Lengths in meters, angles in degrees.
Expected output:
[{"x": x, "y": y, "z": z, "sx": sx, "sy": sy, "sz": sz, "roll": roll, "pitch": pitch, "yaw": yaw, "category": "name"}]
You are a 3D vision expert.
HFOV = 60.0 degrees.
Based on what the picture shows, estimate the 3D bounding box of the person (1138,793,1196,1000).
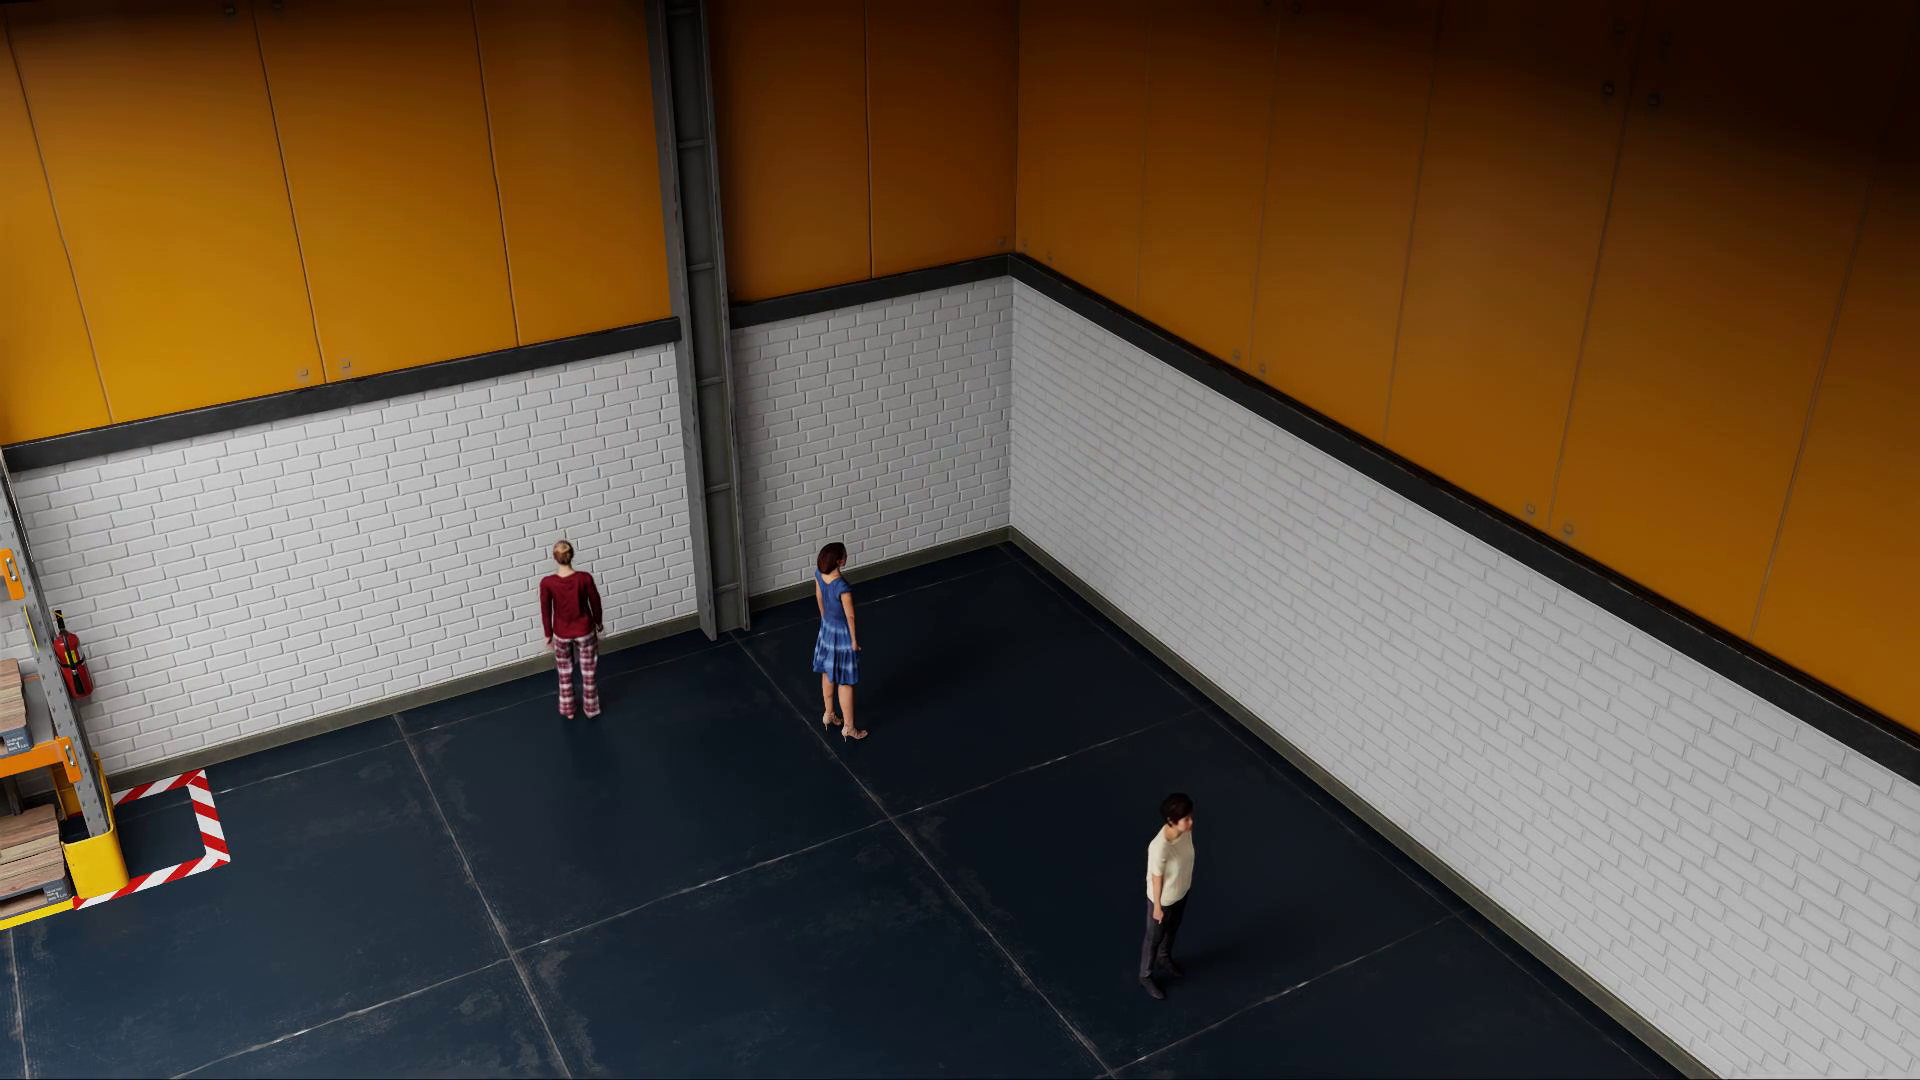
[{"x": 1.369, "y": 2.322, "z": 10.964, "sx": 0.705, "sy": 1.583, "sz": 0.548, "roll": 21, "pitch": 35, "yaw": 33, "category": "person"}]

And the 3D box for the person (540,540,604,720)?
[{"x": -3.178, "y": 0.751, "z": 13.725, "sx": 0.584, "sy": 1.697, "sz": 0.756, "roll": -6, "pitch": 29, "yaw": -11, "category": "person"}]

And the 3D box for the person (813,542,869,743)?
[{"x": -0.977, "y": 0.815, "z": 13.493, "sx": 0.629, "sy": 1.806, "sz": 0.707, "roll": -23, "pitch": 36, "yaw": -35, "category": "person"}]
